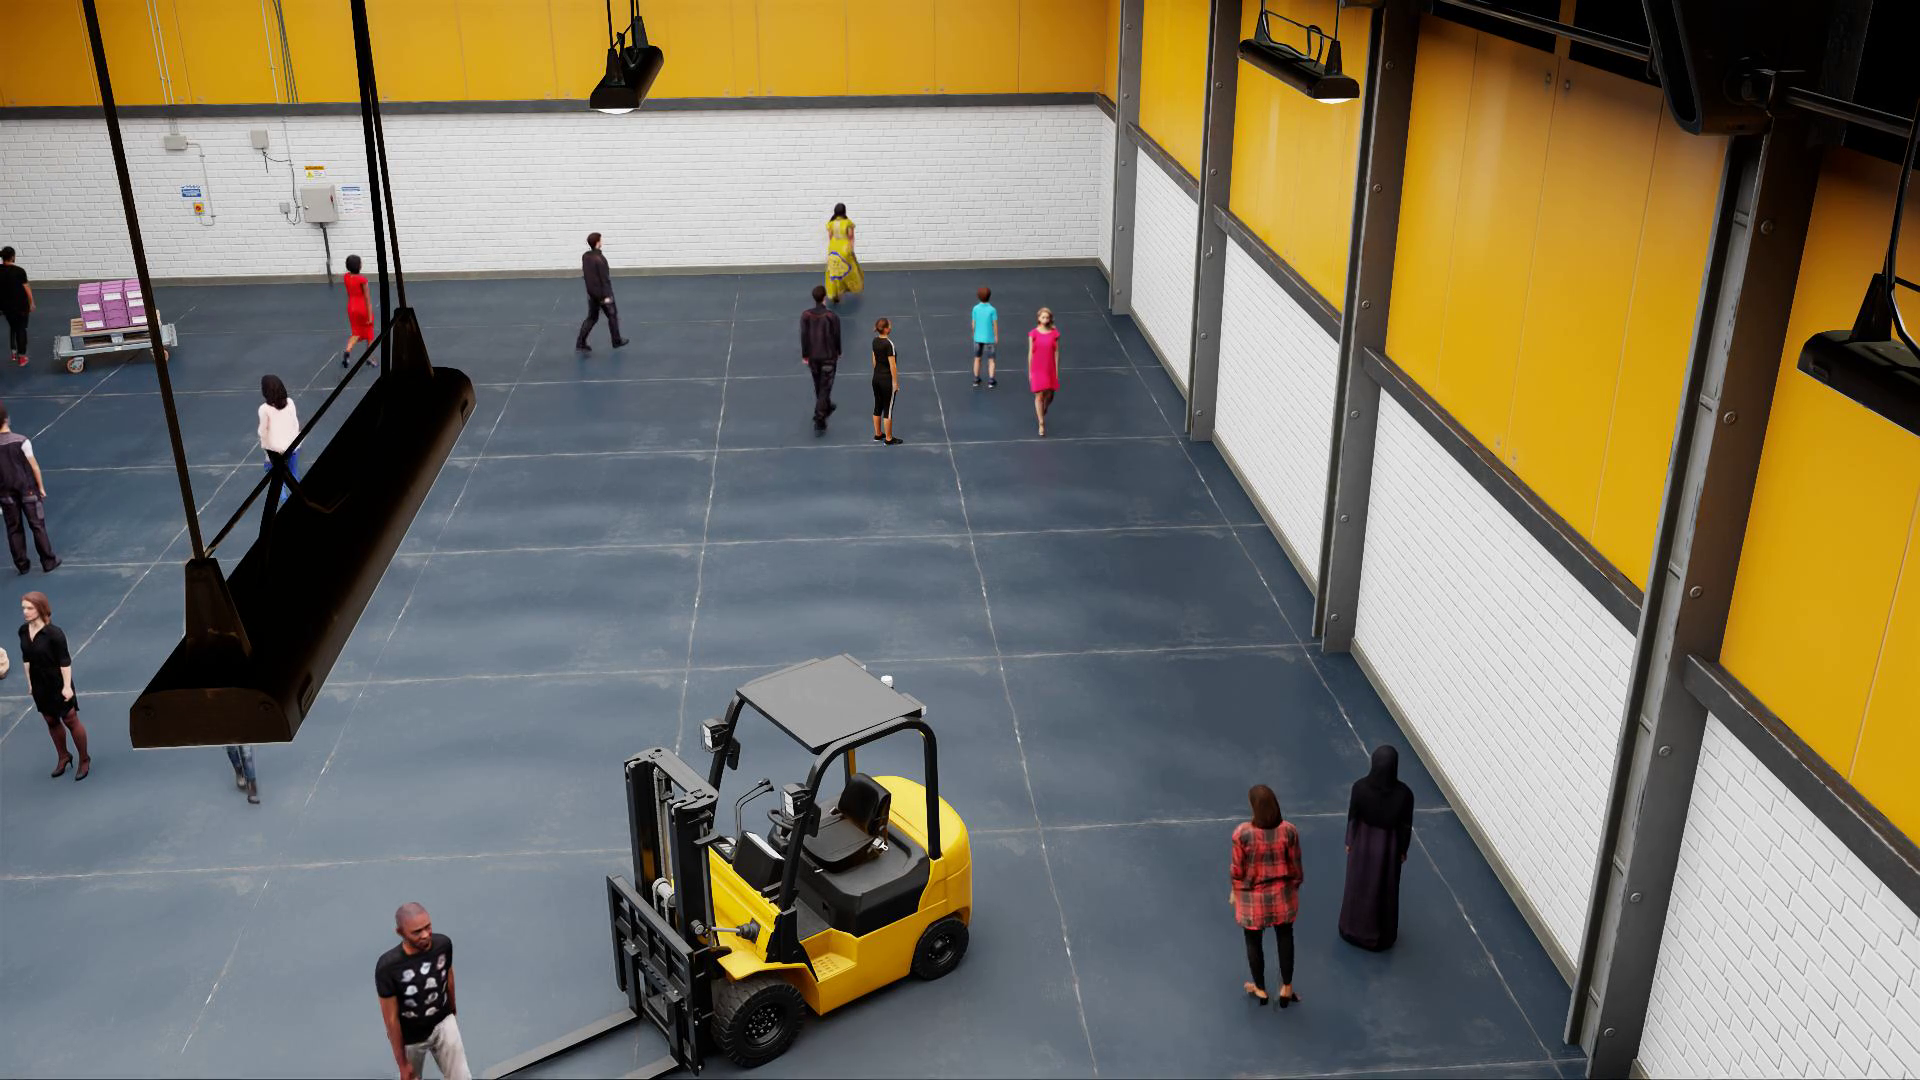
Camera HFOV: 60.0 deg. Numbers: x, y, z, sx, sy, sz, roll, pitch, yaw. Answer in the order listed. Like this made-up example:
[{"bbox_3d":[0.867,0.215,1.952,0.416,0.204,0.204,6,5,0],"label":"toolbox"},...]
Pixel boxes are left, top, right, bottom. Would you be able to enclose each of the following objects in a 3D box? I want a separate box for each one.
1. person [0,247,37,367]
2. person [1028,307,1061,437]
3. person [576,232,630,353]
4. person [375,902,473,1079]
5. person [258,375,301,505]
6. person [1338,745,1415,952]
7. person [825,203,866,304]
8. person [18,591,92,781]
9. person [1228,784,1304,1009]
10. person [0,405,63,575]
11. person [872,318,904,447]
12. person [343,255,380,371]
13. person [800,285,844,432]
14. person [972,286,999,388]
[{"bbox_3d":[-13.850,-3.386,24.336,0.659,1.728,0.688,-4,24,-9],"label":"person"},{"bbox_3d":[1.075,-2.228,21.707,0.584,1.712,0.810,-1,24,-3],"label":"person"},{"bbox_3d":[-5.475,-3.664,24.877,1.172,1.805,1.241,18,29,35],"label":"person"},{"bbox_3d":[-3.247,2.907,9.910,1.123,1.752,1.278,-20,30,-38],"label":"person"},{"bbox_3d":[-7.636,-1.000,18.841,0.843,1.757,0.788,20,31,38],"label":"person"},{"bbox_3d":[2.951,2.155,11.801,0.692,1.615,0.709,7,25,16],"label":"person"},{"bbox_3d":[-1.989,-4.709,27.510,1.018,1.610,1.381,7,24,15],"label":"person"},{"bbox_3d":[-7.559,1.207,13.856,0.646,1.706,0.609,6,24,14],"label":"person"},{"bbox_3d":[2.061,2.400,11.150,0.678,1.688,0.621,2,24,4],"label":"person"},{"bbox_3d":[-10.010,-0.537,17.668,0.673,1.848,0.611,-5,24,-12],"label":"person"},{"bbox_3d":[-0.973,-2.052,21.360,0.731,1.667,0.641,-18,29,-36],"label":"person"},{"bbox_3d":[-8.720,-3.235,23.994,0.823,1.726,1.024,8,25,18],"label":"person"},{"bbox_3d":[-1.819,-2.339,21.760,1.015,1.873,1.312,7,25,16],"label":"person"},{"bbox_3d":[0.323,-2.874,23.518,0.619,1.445,0.636,9,25,20],"label":"person"}]
